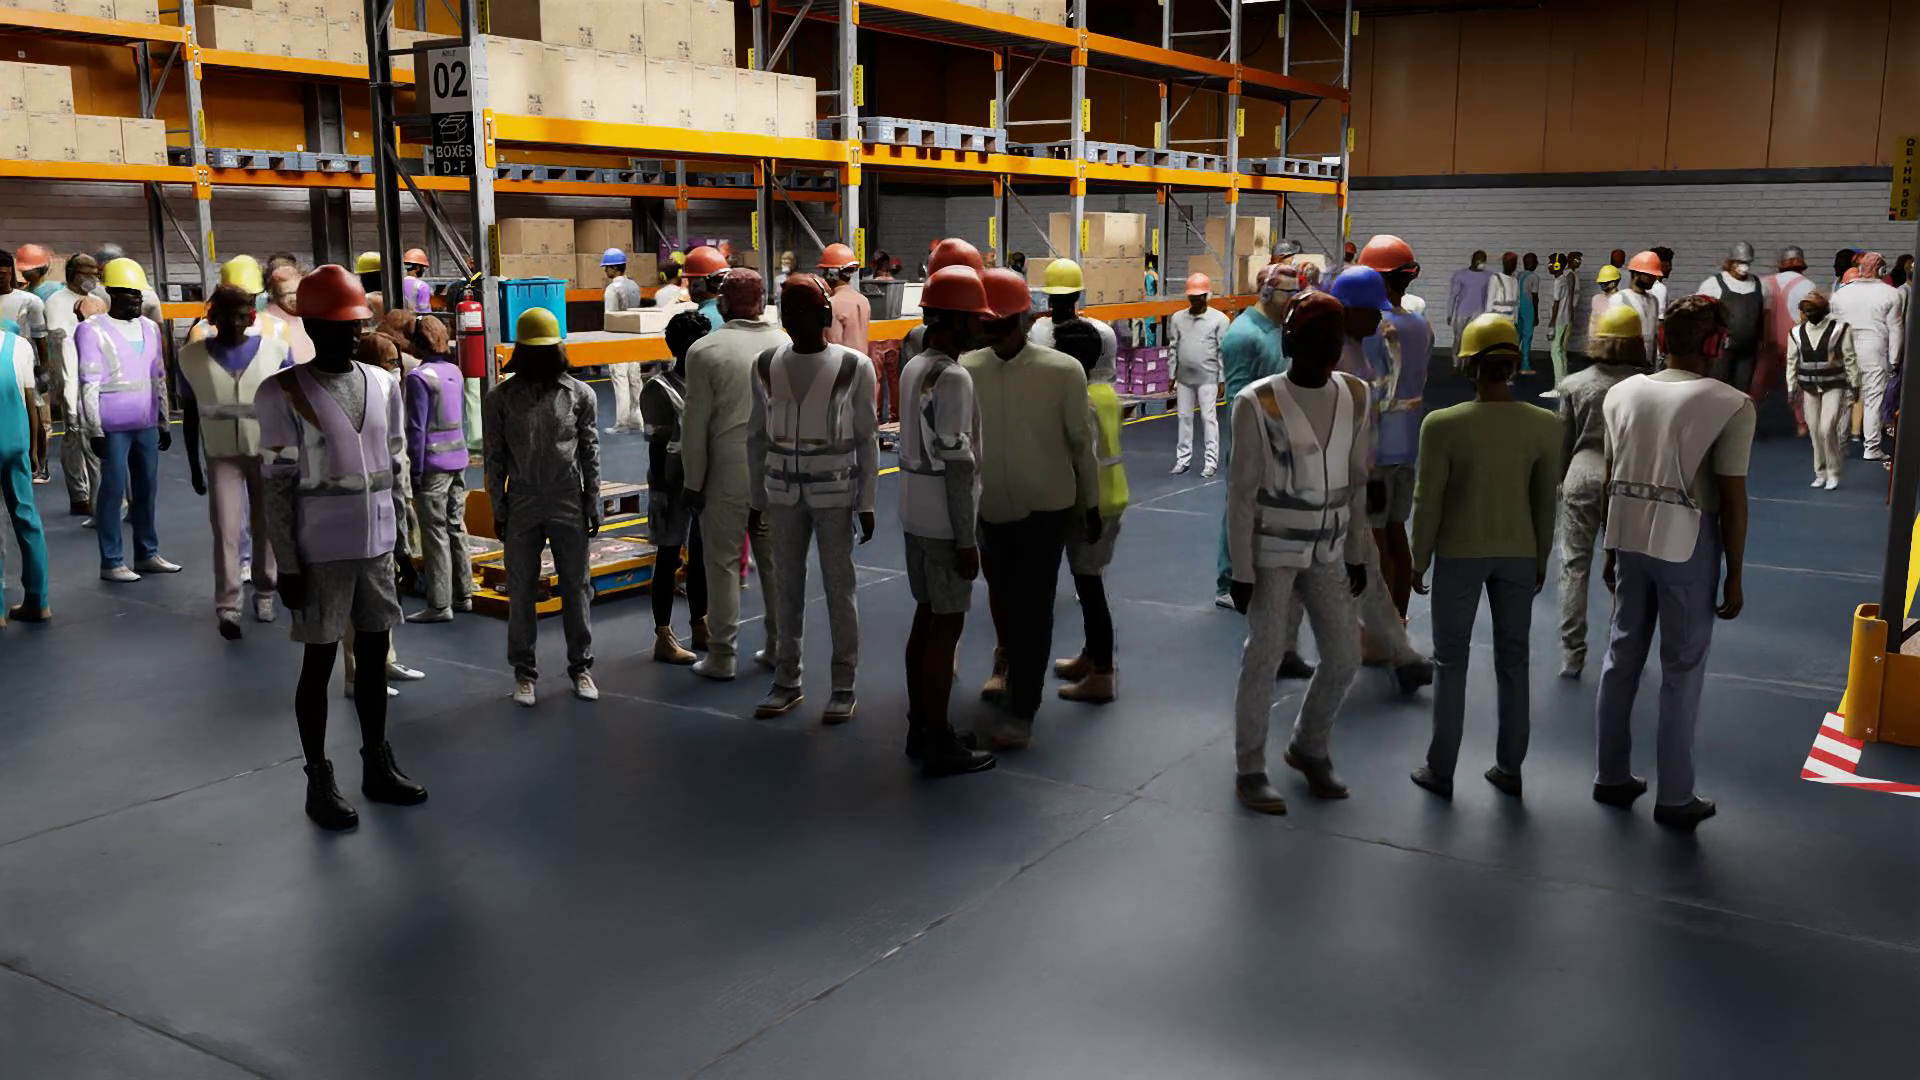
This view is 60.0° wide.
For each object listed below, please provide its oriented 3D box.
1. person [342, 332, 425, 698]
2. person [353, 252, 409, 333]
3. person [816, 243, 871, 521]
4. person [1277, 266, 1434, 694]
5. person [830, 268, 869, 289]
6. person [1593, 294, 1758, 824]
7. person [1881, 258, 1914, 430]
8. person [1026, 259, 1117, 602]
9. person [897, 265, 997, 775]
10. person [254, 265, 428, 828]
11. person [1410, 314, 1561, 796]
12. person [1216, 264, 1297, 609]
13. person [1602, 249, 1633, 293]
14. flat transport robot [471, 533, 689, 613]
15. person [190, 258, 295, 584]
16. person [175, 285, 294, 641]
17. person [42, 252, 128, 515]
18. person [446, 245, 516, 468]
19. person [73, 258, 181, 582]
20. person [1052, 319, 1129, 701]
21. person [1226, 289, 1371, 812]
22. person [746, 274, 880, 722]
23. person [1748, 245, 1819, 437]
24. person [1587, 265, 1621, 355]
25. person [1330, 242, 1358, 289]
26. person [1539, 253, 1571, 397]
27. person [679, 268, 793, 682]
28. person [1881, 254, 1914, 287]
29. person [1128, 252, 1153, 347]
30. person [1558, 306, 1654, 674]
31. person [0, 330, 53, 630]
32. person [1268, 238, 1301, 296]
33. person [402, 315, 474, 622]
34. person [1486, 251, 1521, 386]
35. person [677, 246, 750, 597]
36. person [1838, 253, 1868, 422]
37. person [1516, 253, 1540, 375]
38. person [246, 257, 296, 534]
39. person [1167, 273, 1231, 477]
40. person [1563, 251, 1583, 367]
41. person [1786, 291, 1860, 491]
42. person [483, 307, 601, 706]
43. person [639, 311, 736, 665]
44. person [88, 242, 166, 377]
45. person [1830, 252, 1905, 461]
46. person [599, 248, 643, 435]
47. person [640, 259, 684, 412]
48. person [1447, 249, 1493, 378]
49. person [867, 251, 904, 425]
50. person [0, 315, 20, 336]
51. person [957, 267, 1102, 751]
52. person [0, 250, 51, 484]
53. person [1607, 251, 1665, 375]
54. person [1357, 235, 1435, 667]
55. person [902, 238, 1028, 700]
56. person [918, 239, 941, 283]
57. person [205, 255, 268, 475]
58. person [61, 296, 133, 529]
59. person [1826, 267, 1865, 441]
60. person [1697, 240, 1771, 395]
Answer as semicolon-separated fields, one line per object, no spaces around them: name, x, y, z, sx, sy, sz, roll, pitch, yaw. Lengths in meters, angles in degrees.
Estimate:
person;-2.601;-0.114;7.422;0.300;1.624;0.497;1;10;8
person;-4.745;-1.362;13.546;0.442;1.921;0.630;6;12;28
person;-0.854;-1.129;12.012;0.376;1.995;0.609;4;11;21
person;1.789;-0.262;7.464;0.960;1.898;0.647;4;11;21
person;-1.135;-2.181;18.100;0.598;1.907;0.409;-5;11;-25
person;2.462;0.070;5.809;0.388;1.838;0.563;-6;12;-31
person;10.051;-2.075;17.704;0.344;1.839;0.510;10;14;43
person;0.582;-0.607;9.335;0.586;1.920;0.397;3;11;18
person;-0.042;-0.072;6.352;0.385;1.929;0.543;-4;11;-19
person;-2.140;0.019;5.813;0.357;1.937;0.551;7;12;34
person;1.897;0.063;6.063;0.525;1.760;0.340;-1;10;-3
person;1.685;-0.561;9.149;0.402;1.898;0.642;10;14;43
person;9.638;-3.325;24.495;0.575;1.882;0.355;-4;11;-23
flat transport robot;-2.132;0.174;9.569;0.652;0.197;1.431;7;12;34
person;-4.205;-0.701;9.868;0.592;1.917;0.402;-10;14;-43
person;-3.665;-0.395;8.511;0.569;1.790;0.954;-5;11;-25
person;-6.487;-1.158;12.346;0.370;1.934;0.627;0;10;2
person;-4.242;-1.672;14.895;0.684;2.000;0.536;-4;11;-23
person;-4.940;-0.709;9.912;0.391;1.918;0.591;4;11;20
person;0.533;-0.132;7.385;0.486;1.675;0.538;5;11;27
person;1.181;0.057;5.850;0.607;1.860;0.459;-5;11;-26
person;-0.625;-0.169;7.000;0.585;1.882;0.337;3;11;17
person;8.423;-2.063;17.063;0.943;2.000;0.681;-9;13;-40
person;7.109;-2.135;18.281;0.375;1.752;0.523;-5;11;-25
person;6.591;-4.090;28.452;0.614;1.986;0.408;-4;11;-23
person;7.715;-2.767;21.485;0.328;1.861;0.499;6;12;29
person;-1.004;-0.304;7.727;0.655;1.896;0.399;-8;13;-37
person;12.747;-2.956;22.575;0.429;1.841;0.646;-8;13;-39
person;2.597;-3.118;23.424;0.505;1.861;0.332;5;11;24
person;3.086;-0.248;7.915;0.501;1.706;0.842;7;12;33
person;-5.039;-0.443;8.658;0.349;1.839;0.504;5;12;28
person;3.698;-2.401;18.933;0.537;2.000;0.682;1;10;5
person;-2.784;-0.380;8.874;0.312;1.631;0.524;2;10;8
person;7.569;-3.097;23.285;0.582;1.868;0.528;-6;12;-31
person;-1.418;-0.663;9.475;0.404;1.987;0.620;5;11;25
person;9.957;-2.259;18.584;0.584;1.881;0.337;-10;14;-44
person;8.500;-3.388;24.990;0.341;1.837;0.502;-4;11;-22
person;-4.716;-0.996;11.531;0.650;1.912;0.523;7;12;33
person;2.031;-1.410;14.265;0.569;1.744;0.349;7;12;34
person;9.704;-3.685;26.601;0.377;1.839;0.567;2;10;12
person;6.997;-1.212;13.522;0.496;1.607;0.555;-8;13;-36
person;-1.802;-0.139;7.246;0.484;1.737;0.321;-3;11;-17
person;-1.314;-0.254;8.013;0.319;1.694;0.532;6;12;31
person;-7.122;-1.534;14.131;0.705;2.000;0.715;-3;11;-14
person;8.358;-1.686;15.337;0.410;1.912;0.643;-8;13;-37
person;-3.525;-2.056;17.314;0.416;1.939;0.609;3;11;18
person;-3.033;-2.018;17.394;0.769;1.827;0.600;-10;14;-43
person;7.556;-3.365;24.693;0.661;1.892;0.973;1;10;6
person;-0.808;-2.099;17.647;0.598;1.908;0.410;-9;14;-42
person;-7.714;-1.209;13.175;0.354;1.738;0.574;5;11;26
person;0.245;-0.162;6.898;0.659;1.928;1.003;3;11;17
person;-7.860;-1.423;13.764;0.611;1.958;0.368;-2;10;-9
person;5.807;-1.502;14.287;0.545;1.927;0.380;-5;11;-25
person;1.994;-0.418;7.943;0.375;2.043;0.610;8;13;39
person;0.009;-0.302;7.350;0.614;2.029;0.409;4;11;21
person;-0.377;-3.913;27.313;0.615;2.039;0.391;-2;10;-12
person;-6.062;-1.448;14.098;0.635;1.885;0.868;6;12;30
person;-6.064;-0.899;11.760;0.323;1.631;0.520;6;12;31
person;8.960;-1.872;16.798;0.572;1.748;0.342;0;10;1
person;7.742;-1.985;16.629;0.706;2.000;0.535;0;10;0
